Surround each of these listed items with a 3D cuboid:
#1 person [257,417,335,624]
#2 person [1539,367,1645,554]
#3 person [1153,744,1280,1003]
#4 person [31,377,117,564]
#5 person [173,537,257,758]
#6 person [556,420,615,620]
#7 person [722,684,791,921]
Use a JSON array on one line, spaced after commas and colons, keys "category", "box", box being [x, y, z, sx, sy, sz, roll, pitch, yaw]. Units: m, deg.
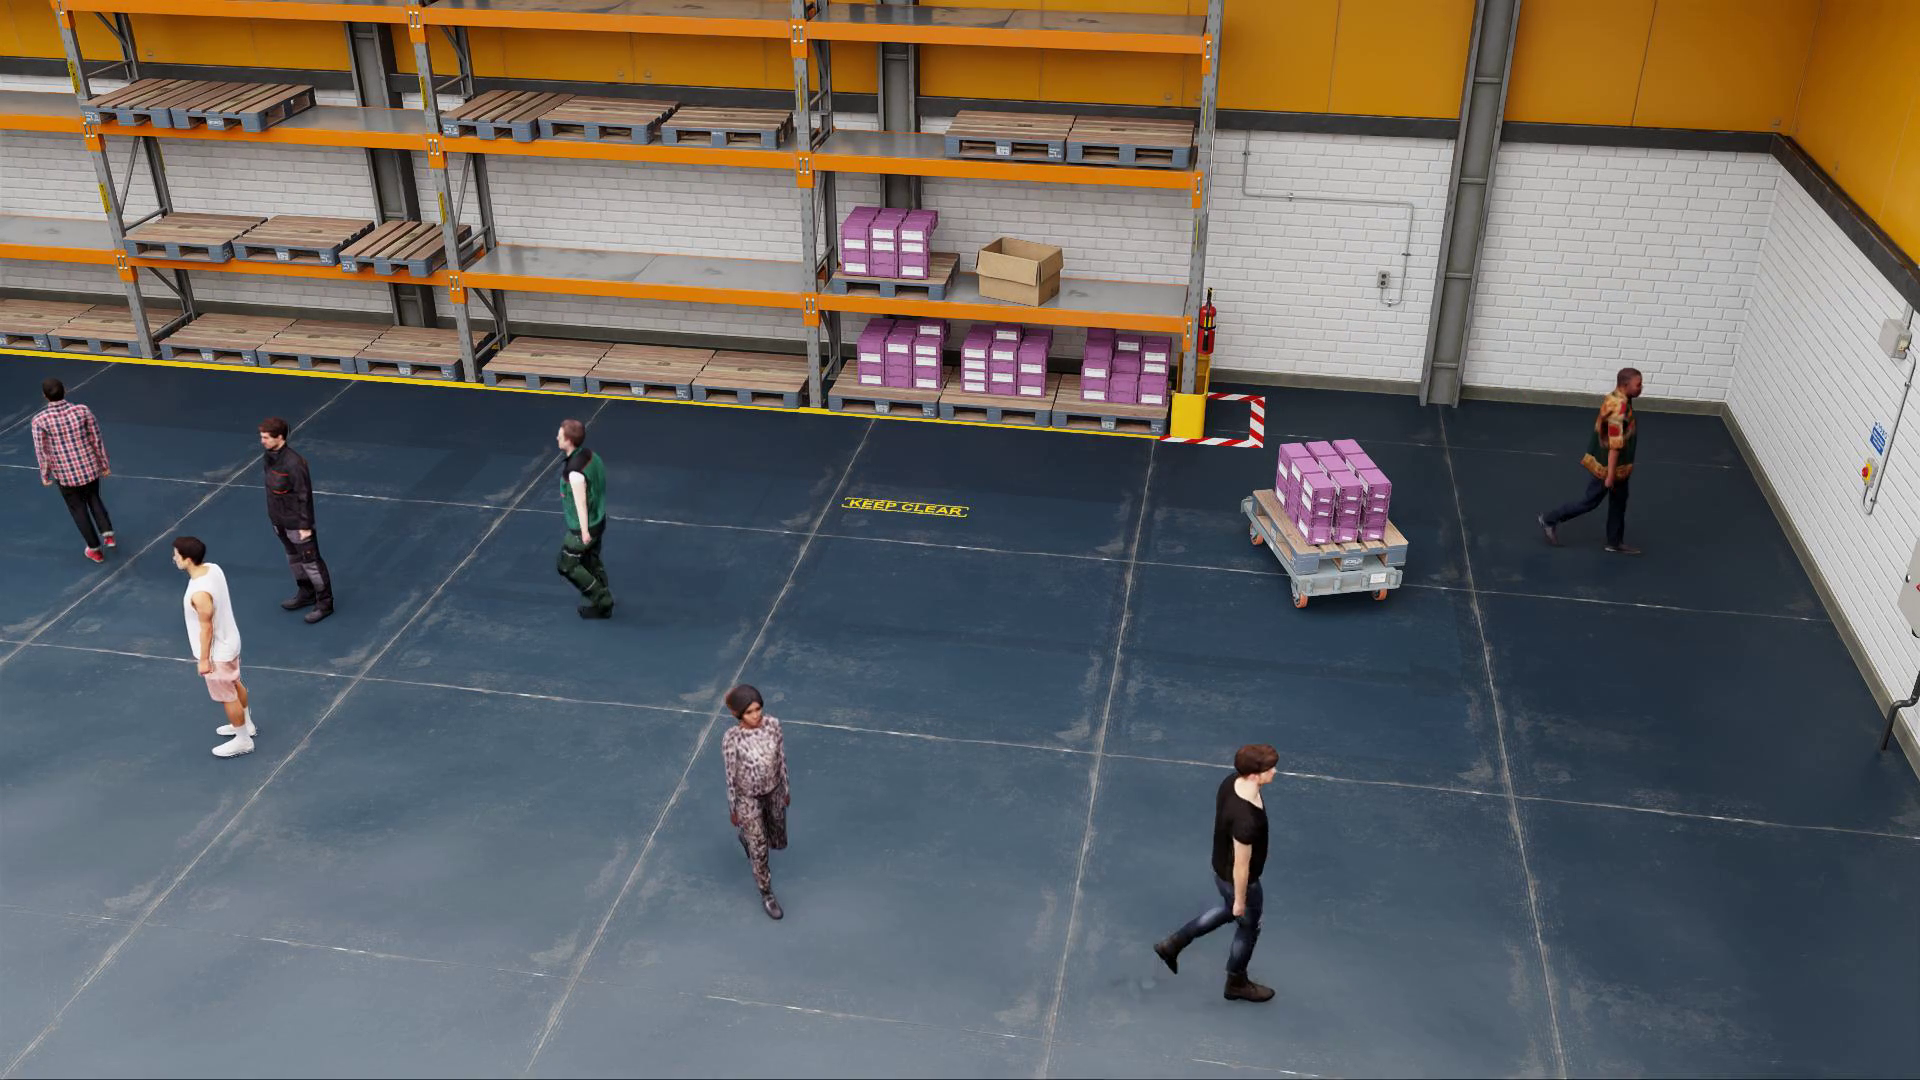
[{"category": "person", "box": [-5.569, -0.197, 13.915, 0.715, 1.841, 0.858, 22, 36, 35]}, {"category": "person", "box": [5.733, -0.707, 14.912, 1.224, 1.779, 0.886, 13, 31, 22]}, {"category": "person", "box": [1.562, 1.982, 9.884, 1.045, 1.875, 0.803, 0, 29, -1]}, {"category": "person", "box": [-7.815, -0.592, 14.736, 0.811, 1.747, 0.799, 23, 36, 36]}, {"category": "person", "box": [-5.440, 0.765, 12.207, 0.717, 1.787, 0.724, -6, 29, -11]}, {"category": "person", "box": [-3.047, -0.141, 13.821, 0.671, 1.831, 0.683, 2, 29, 4]}, {"category": "person", "box": [-1.325, 1.629, 10.708, 0.896, 1.706, 0.931, -15, 32, -26]}]
